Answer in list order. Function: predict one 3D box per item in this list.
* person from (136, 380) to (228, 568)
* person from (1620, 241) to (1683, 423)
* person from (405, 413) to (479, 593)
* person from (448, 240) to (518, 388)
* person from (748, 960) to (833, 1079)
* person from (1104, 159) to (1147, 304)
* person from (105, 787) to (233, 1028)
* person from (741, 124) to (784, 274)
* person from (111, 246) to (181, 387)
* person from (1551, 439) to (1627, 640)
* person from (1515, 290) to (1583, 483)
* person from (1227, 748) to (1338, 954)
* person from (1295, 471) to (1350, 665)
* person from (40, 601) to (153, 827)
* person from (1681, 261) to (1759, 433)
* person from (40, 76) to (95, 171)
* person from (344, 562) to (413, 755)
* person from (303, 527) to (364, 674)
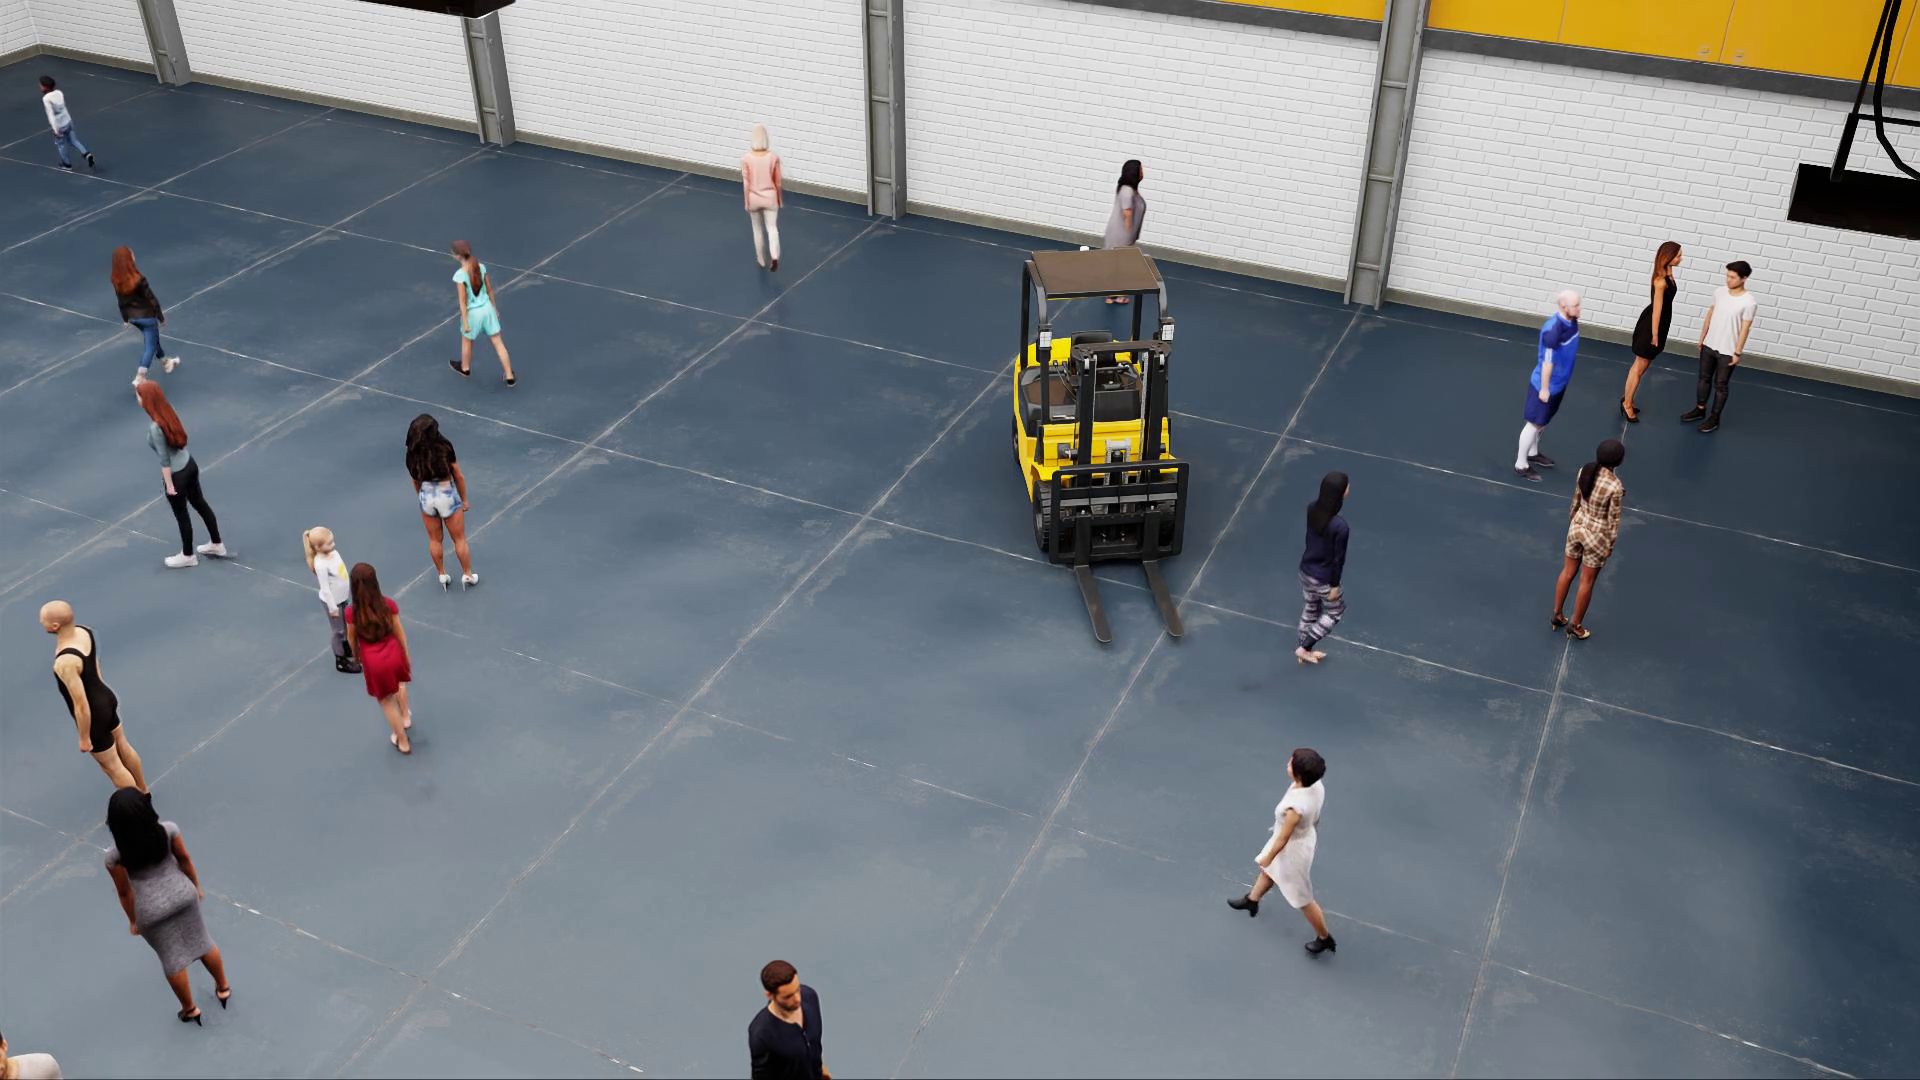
[{"bbox_3d":[-6.490,-0.565,13.893,0.800,1.745,0.728,-1,34,-1],"label":"person"},{"bbox_3d":[6.636,-2.001,15.971,0.509,1.835,0.570,14,36,20],"label":"person"},{"bbox_3d":[-4.250,-0.297,13.599,0.616,1.623,0.714,1,34,1],"label":"person"},{"bbox_3d":[-4.764,-2.225,16.598,0.795,1.515,1.091,-28,43,-36],"label":"person"},{"bbox_3d":[-0.892,2.852,8.648,0.593,1.859,0.679,22,40,30],"label":"person"},{"bbox_3d":[1.779,-3.412,18.307,0.813,1.599,0.772,-1,34,-1],"label":"person"},{"bbox_3d":[-4.660,2.156,9.766,0.655,1.781,0.641,-29,43,-36],"label":"person"},{"bbox_3d":[-2.217,-3.822,18.828,0.964,1.706,0.983,-8,34,-12],"label":"person"},{"bbox_3d":[-8.214,-2.207,16.622,0.940,1.458,0.738,9,35,13],"label":"person"},{"bbox_3d":[4.919,-0.007,13.009,0.743,1.794,0.660,-17,37,-24],"label":"person"},{"bbox_3d":[5.366,-1.437,15.117,0.622,1.841,0.710,22,39,29],"label":"person"},{"bbox_3d":[2.140,1.964,10.295,0.988,1.516,0.559,16,37,23],"label":"person"},{"bbox_3d":[2.692,0.259,12.670,0.811,1.725,0.738,-17,37,-23],"label":"person"},{"bbox_3d":[-5.834,1.164,11.228,0.719,1.815,0.711,-6,34,-9],"label":"person"},{"bbox_3d":[7.301,-1.875,15.890,0.774,1.715,0.687,-16,37,-22],"label":"person"},{"bbox_3d":[-11.654,-5.422,21.648,0.753,1.249,0.499,12,35,17],"label":"person"},{"bbox_3d":[-4.119,0.889,11.896,0.719,1.533,0.818,-20,38,-27],"label":"person"},{"bbox_3d":[-4.823,0.439,12.804,0.598,1.277,0.568,-1,34,-2],"label":"person"}]
